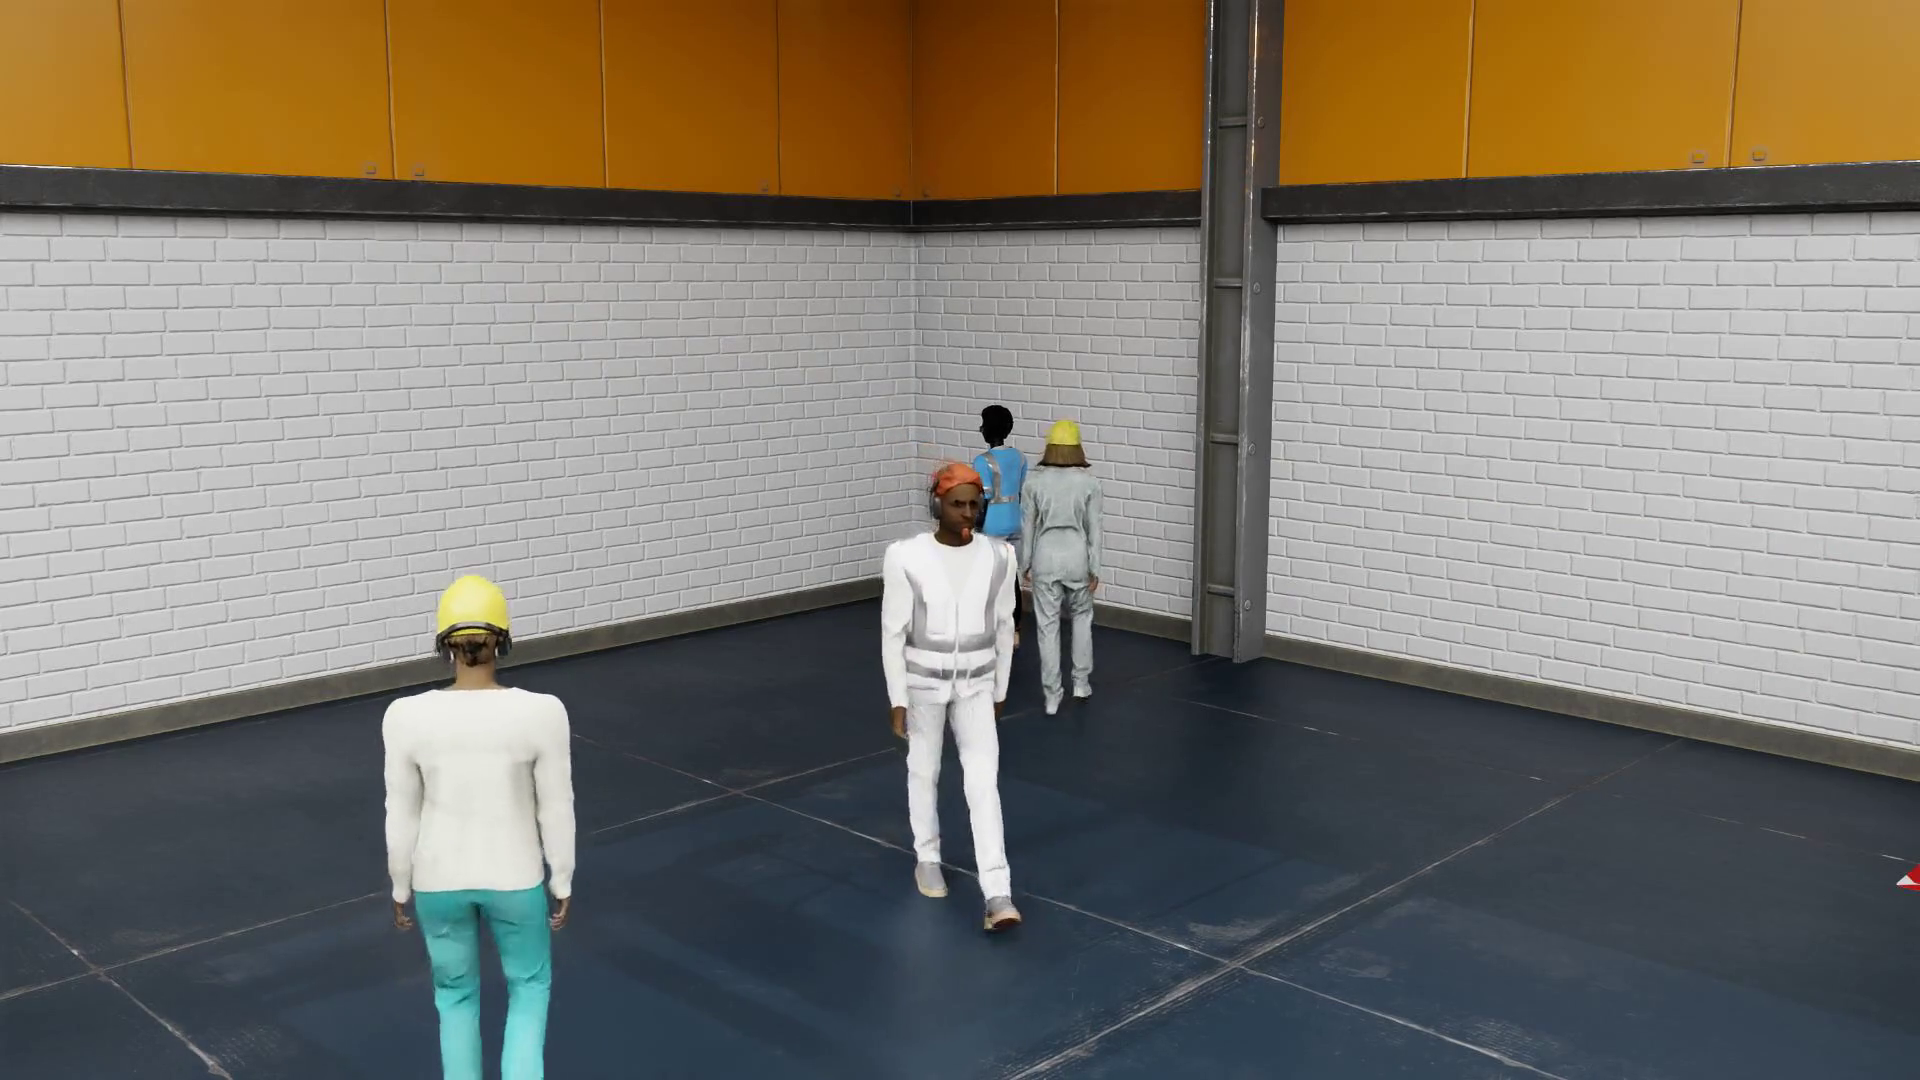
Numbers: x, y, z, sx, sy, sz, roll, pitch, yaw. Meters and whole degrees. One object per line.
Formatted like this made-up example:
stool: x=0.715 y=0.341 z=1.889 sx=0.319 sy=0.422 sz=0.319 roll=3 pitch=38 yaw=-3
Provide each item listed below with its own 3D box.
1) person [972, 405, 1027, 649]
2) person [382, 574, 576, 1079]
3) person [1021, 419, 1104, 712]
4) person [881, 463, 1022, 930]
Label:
person: x=0.248 y=-0.068 z=11.281 sx=0.316 sy=1.696 sz=0.540 roll=6 pitch=11 yaw=35
person: x=-1.358 y=0.979 z=4.713 sx=0.528 sy=1.754 sz=0.504 roll=-2 pitch=9 yaw=-10
person: x=0.607 y=0.140 z=9.945 sx=0.489 sy=1.723 sz=0.658 roll=1 pitch=9 yaw=4
person: x=-0.023 y=0.621 z=6.635 sx=0.579 sy=1.832 sz=0.955 roll=-2 pitch=9 yaw=-11
